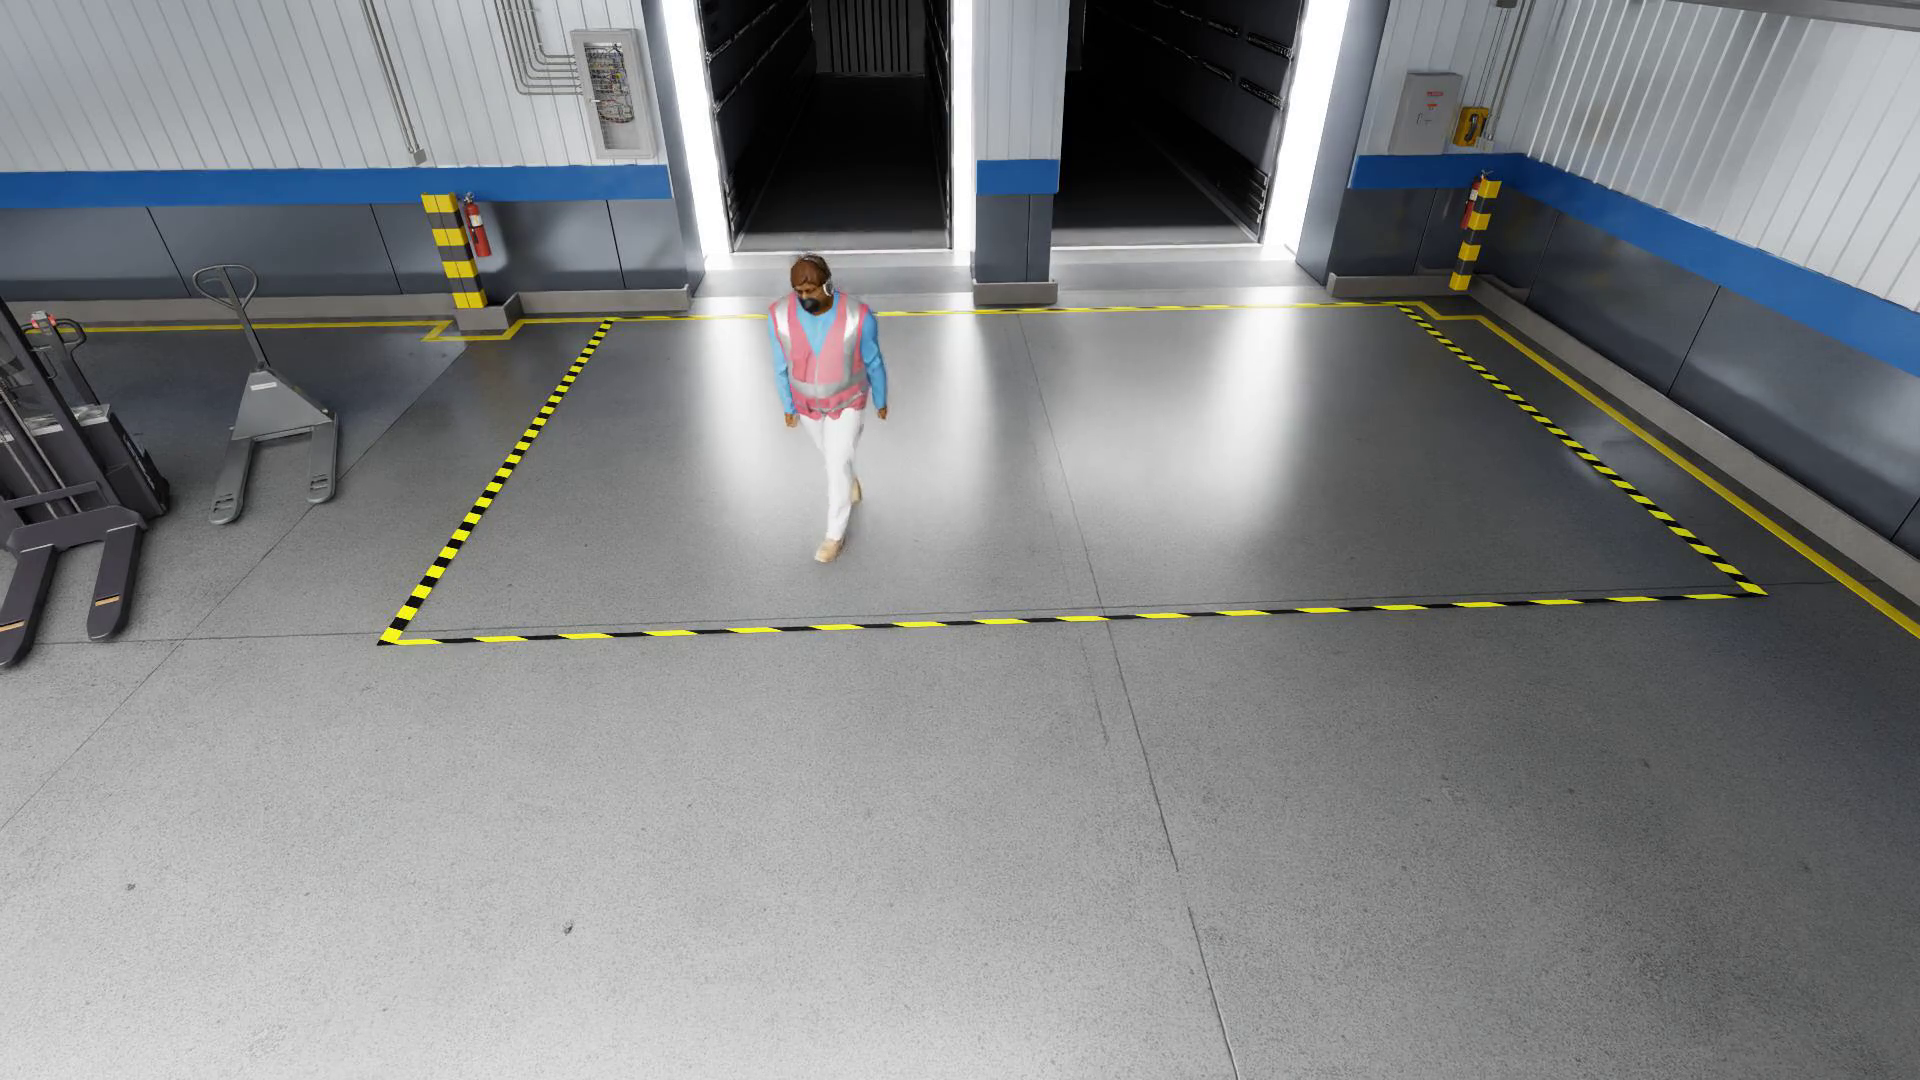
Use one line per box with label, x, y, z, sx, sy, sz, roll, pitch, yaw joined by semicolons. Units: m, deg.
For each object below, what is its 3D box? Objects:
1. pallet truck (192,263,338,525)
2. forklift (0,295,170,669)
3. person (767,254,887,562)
pallet truck;-4.778;-1.027;6.128;0.680;1.201;1.601;-17;38;-23
forklift;-5.212;-0.618;4.878;0.823;1.965;1.885;-20;39;-26
person;-0.747;-0.833;5.393;0.636;1.778;0.978;6;35;9
